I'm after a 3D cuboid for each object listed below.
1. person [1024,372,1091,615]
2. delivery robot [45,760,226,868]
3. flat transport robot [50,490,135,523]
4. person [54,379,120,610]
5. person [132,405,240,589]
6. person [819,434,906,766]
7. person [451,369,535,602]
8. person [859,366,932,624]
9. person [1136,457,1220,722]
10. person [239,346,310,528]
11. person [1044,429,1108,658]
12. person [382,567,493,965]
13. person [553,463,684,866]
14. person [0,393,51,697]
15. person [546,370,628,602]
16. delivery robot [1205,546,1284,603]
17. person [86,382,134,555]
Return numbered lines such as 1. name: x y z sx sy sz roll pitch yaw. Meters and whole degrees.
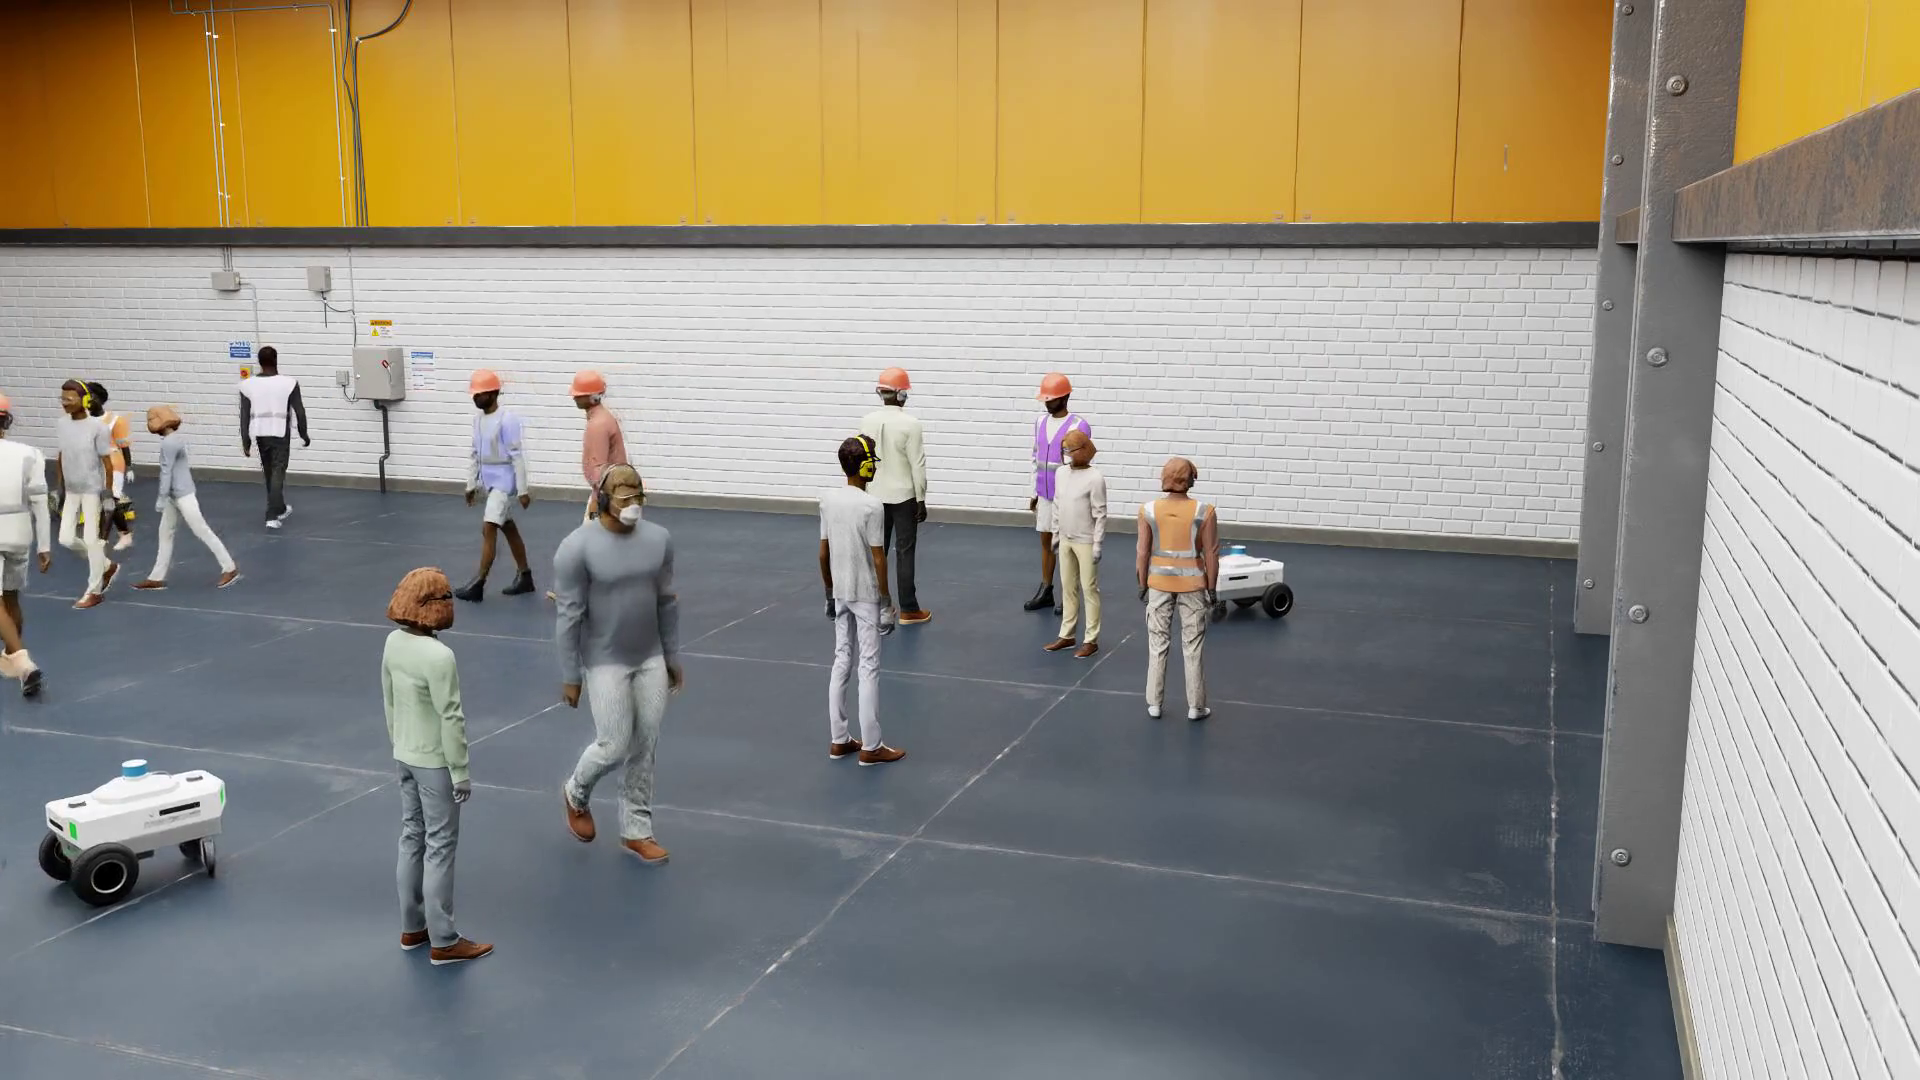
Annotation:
1. person: 0.766 -0.368 13.211 0.543 1.928 0.374 9 13 40
2. delivery robot: -3.783 1.256 7.664 0.477 0.478 0.707 10 14 43
3. flat transport robot: -9.392 -0.384 17.968 0.652 0.197 1.431 -7 12 -33
4. person: -7.085 -0.382 13.488 0.538 1.857 0.507 3 10 15
5. person: -6.631 -0.366 14.191 0.844 1.577 0.498 -5 11 -25
6. person: -0.570 0.336 9.405 0.518 1.873 0.328 9 13 40
7. person: -3.918 -0.443 13.688 0.911 1.899 0.569 -9 14 -42
8. person: -0.503 -0.343 12.879 0.608 1.996 0.375 7 12 34
9. person: 1.335 0.305 10.234 0.514 1.640 0.310 3 11 17
10. person: -7.186 -1.085 17.428 0.598 1.872 0.990 0 10 -3
11. person: 0.835 0.022 11.844 0.286 1.633 0.500 -8 13 -38
12. person: -2.165 0.915 6.812 0.508 1.632 0.270 10 14 43
13. person: -1.630 0.579 7.895 0.541 1.922 0.630 9 13 42
14. person: -6.261 0.010 10.885 0.971 2.011 0.607 9 13 40
15. person: -2.860 -0.414 13.463 0.965 1.941 0.624 -4 11 -20
16. delivery robot: 2.194 0.289 13.112 0.707 0.478 0.477 -5 11 -27
17. person: -8.068 -0.658 15.614 0.547 1.643 0.890 2 10 10
